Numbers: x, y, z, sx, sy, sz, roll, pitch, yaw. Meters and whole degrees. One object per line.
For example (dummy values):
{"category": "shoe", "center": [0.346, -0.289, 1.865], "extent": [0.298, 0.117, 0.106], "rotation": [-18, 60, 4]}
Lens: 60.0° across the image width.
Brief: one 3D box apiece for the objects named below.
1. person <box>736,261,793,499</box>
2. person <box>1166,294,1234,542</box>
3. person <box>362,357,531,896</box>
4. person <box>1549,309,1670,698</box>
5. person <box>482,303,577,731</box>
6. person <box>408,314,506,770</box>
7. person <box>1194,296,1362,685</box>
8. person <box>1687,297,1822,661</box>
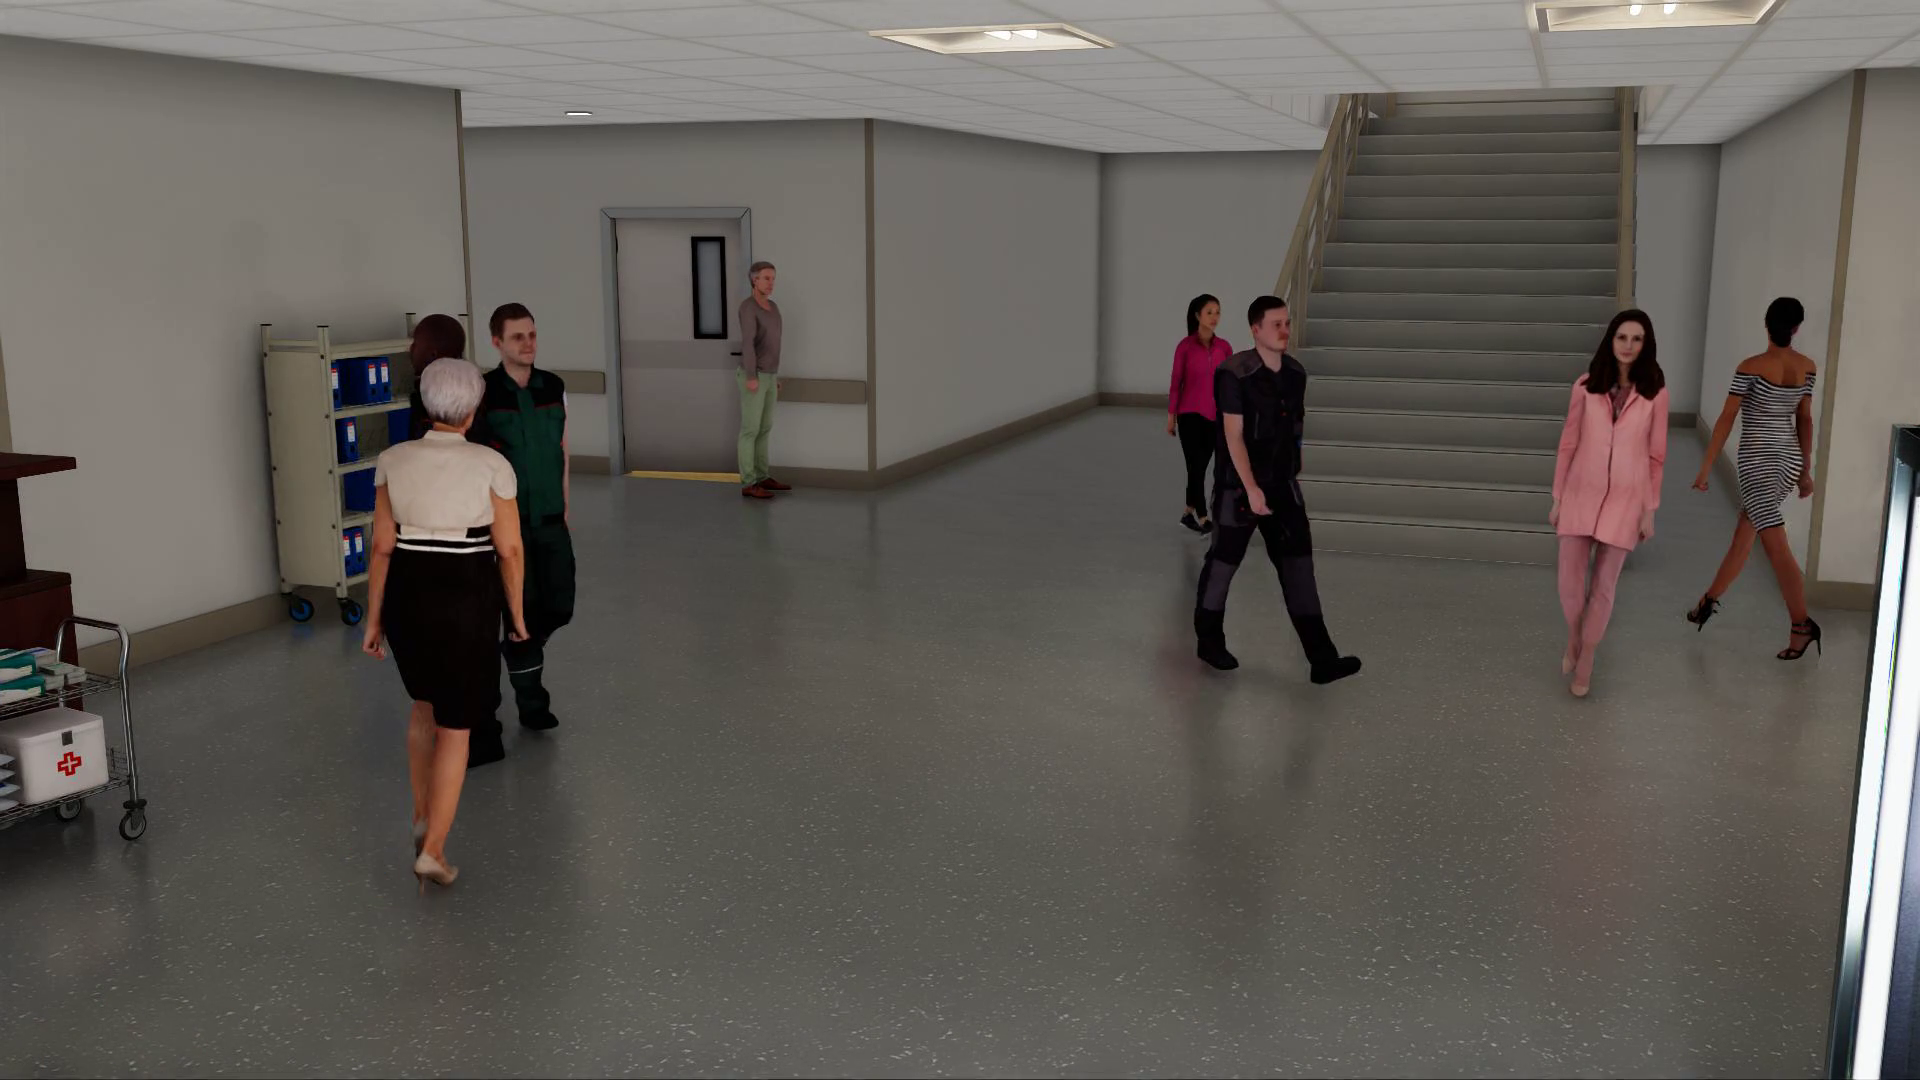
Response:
{"category": "person", "center": [-1.625, -1.303, 13.428], "extent": [0.719, 1.869, 0.523], "rotation": [4, 11, 19]}
{"category": "person", "center": [1.620, -0.840, 11.541], "extent": [1.005, 1.662, 1.134], "rotation": [-3, 11, -16]}
{"category": "person", "center": [-1.686, 0.306, 5.319], "extent": [0.729, 1.730, 0.771], "rotation": [1, 11, 3]}
{"category": "person", "center": [2.979, -0.160, 7.642], "extent": [0.642, 1.780, 0.667], "rotation": [6, 12, 28]}
{"category": "person", "center": [-1.930, -0.102, 7.224], "extent": [0.980, 1.823, 0.969], "rotation": [-9, 14, -39]}
{"category": "person", "center": [-2.019, -0.006, 6.718], "extent": [0.824, 1.823, 0.778], "rotation": [-6, 12, -27]}
{"category": "person", "center": [1.337, -0.217, 7.892], "extent": [1.229, 1.798, 1.250], "rotation": [-6, 12, -28]}
{"category": "person", "center": [4.079, -0.262, 8.253], "extent": [1.126, 1.754, 1.226], "rotation": [-5, 12, -23]}
